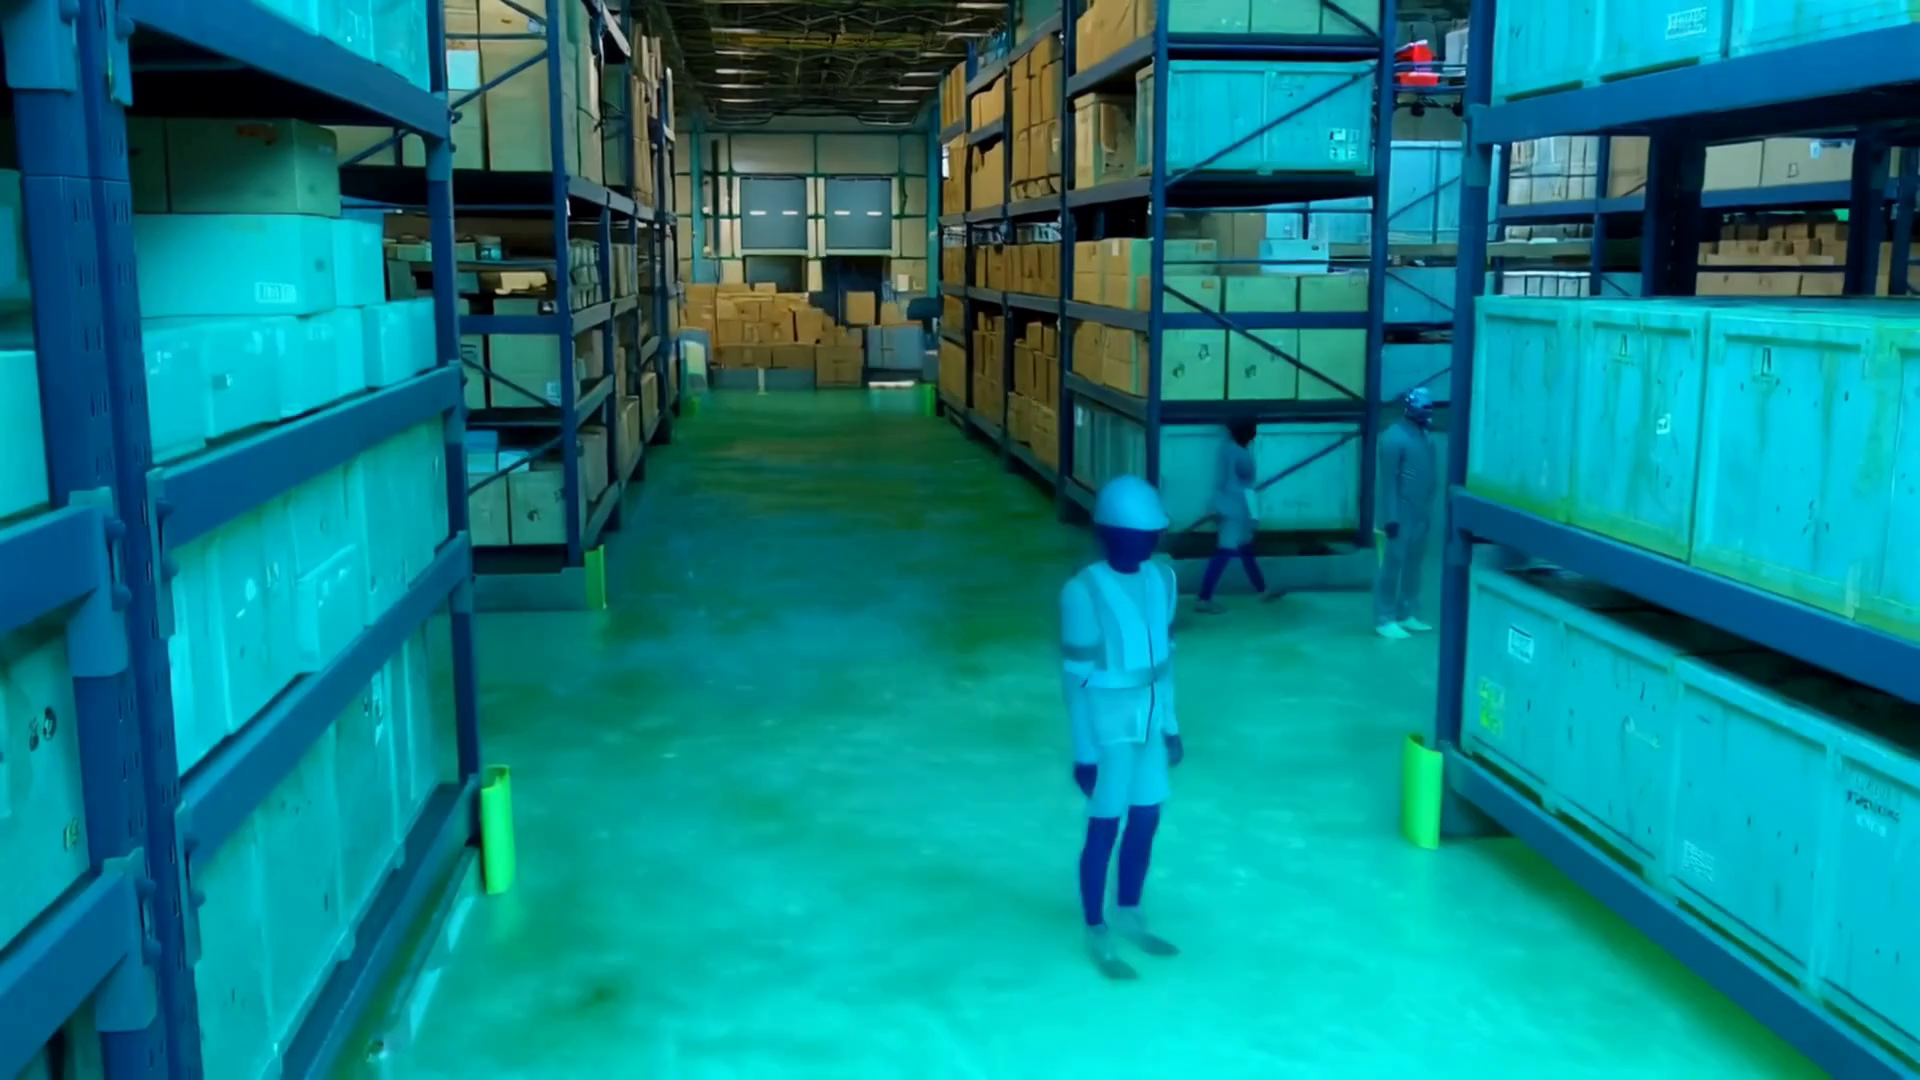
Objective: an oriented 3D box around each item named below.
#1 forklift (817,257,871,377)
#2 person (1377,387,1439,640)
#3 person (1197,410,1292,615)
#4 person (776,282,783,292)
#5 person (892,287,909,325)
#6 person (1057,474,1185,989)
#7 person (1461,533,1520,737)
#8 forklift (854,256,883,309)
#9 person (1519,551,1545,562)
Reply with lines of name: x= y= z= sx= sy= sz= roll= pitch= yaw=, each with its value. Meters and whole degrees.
forklift: x=-3.071 y=-5.231 z=39.018 sx=1.873 sy=2.768 sz=1.129 roll=-1 pitch=10 yaw=-7
person: x=3.419 y=-0.210 z=12.621 sx=0.400 sy=1.907 sz=0.644 roll=8 pitch=13 yaw=40
person: x=2.306 y=-0.216 z=13.377 sx=0.875 sy=1.646 sz=0.544 roll=-1 pitch=10 yaw=-8
person: x=-6.591 y=-8.353 z=60.103 sx=0.994 sy=1.890 sz=0.645 roll=-7 pitch=12 yaw=-34
person: x=-1.852 y=-6.843 z=51.219 sx=0.551 sy=1.916 sz=0.747 roll=-5 pitch=11 yaw=-26
person: x=0.665 y=0.748 z=6.652 sx=0.611 sy=2.043 sz=0.382 roll=-9 pitch=13 yaw=-42
person: x=3.201 y=0.309 z=9.668 sx=0.657 sy=1.876 sz=0.674 roll=-3 pitch=10 yaw=-15
forklift: x=-3.037 y=-8.050 z=55.429 sx=1.129 sy=2.768 sz=1.873 roll=-6 pitch=12 yaw=-33
person: x=3.099 y=0.438 z=9.093 sx=0.841 sy=1.809 sz=0.581 roll=-1 pitch=10 yaw=-5
